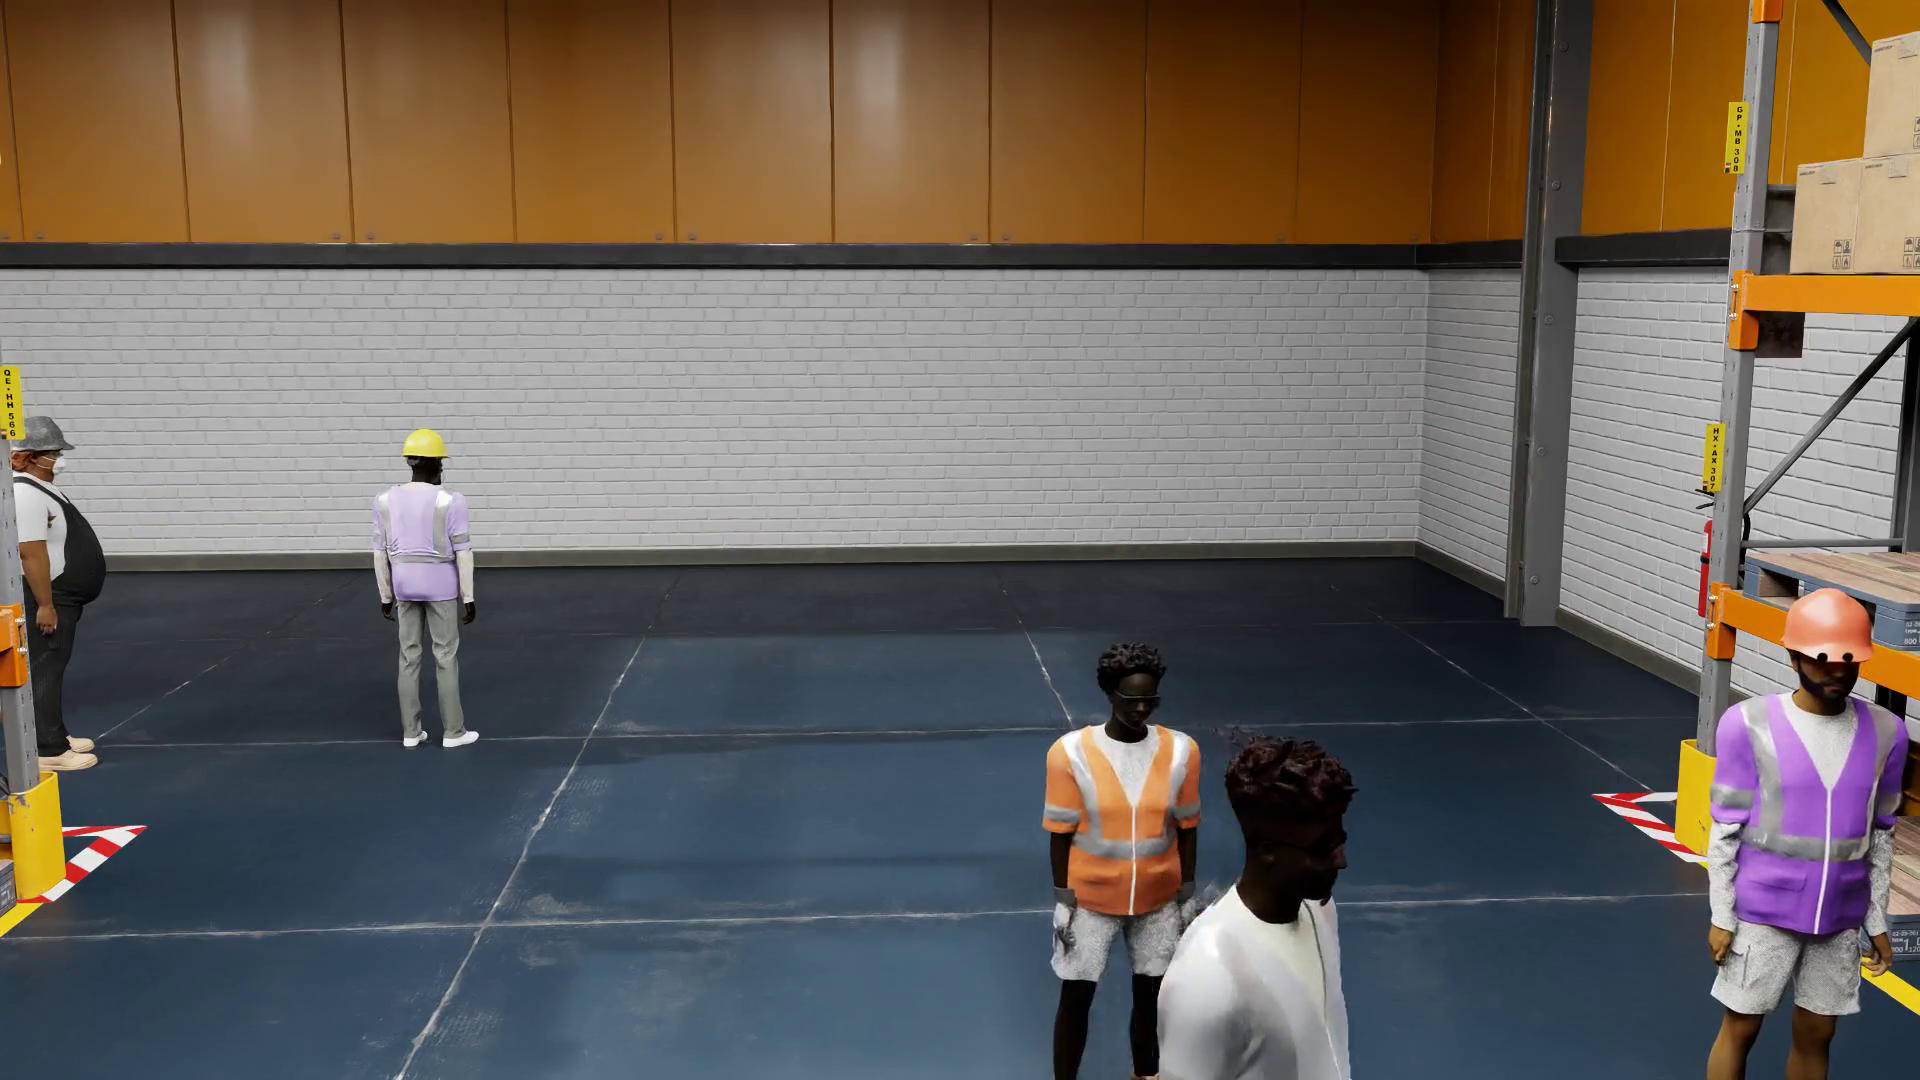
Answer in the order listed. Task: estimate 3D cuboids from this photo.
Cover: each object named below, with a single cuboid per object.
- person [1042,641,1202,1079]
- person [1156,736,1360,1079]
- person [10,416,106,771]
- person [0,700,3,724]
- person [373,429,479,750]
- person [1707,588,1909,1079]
[{"bbox_3d":[0.523,1.147,5.373,0.534,1.692,0.321,-2,9,-10],"label":"person"},{"bbox_3d":[0.564,1.331,3.499,0.892,1.940,0.614,5,10,30],"label":"person"},{"bbox_3d":[-5.226,0.294,9.610,0.537,2.000,0.689,-5,10,-28],"label":"person"},{"bbox_3d":[-6.280,0.268,10.414,0.621,1.840,0.430,0,9,-2],"label":"person"},{"bbox_3d":[-3.183,0.299,9.946,0.593,1.922,0.377,1,9,6],"label":"person"},{"bbox_3d":[2.497,1.092,4.924,0.547,1.938,0.377,1,9,4],"label":"person"}]
